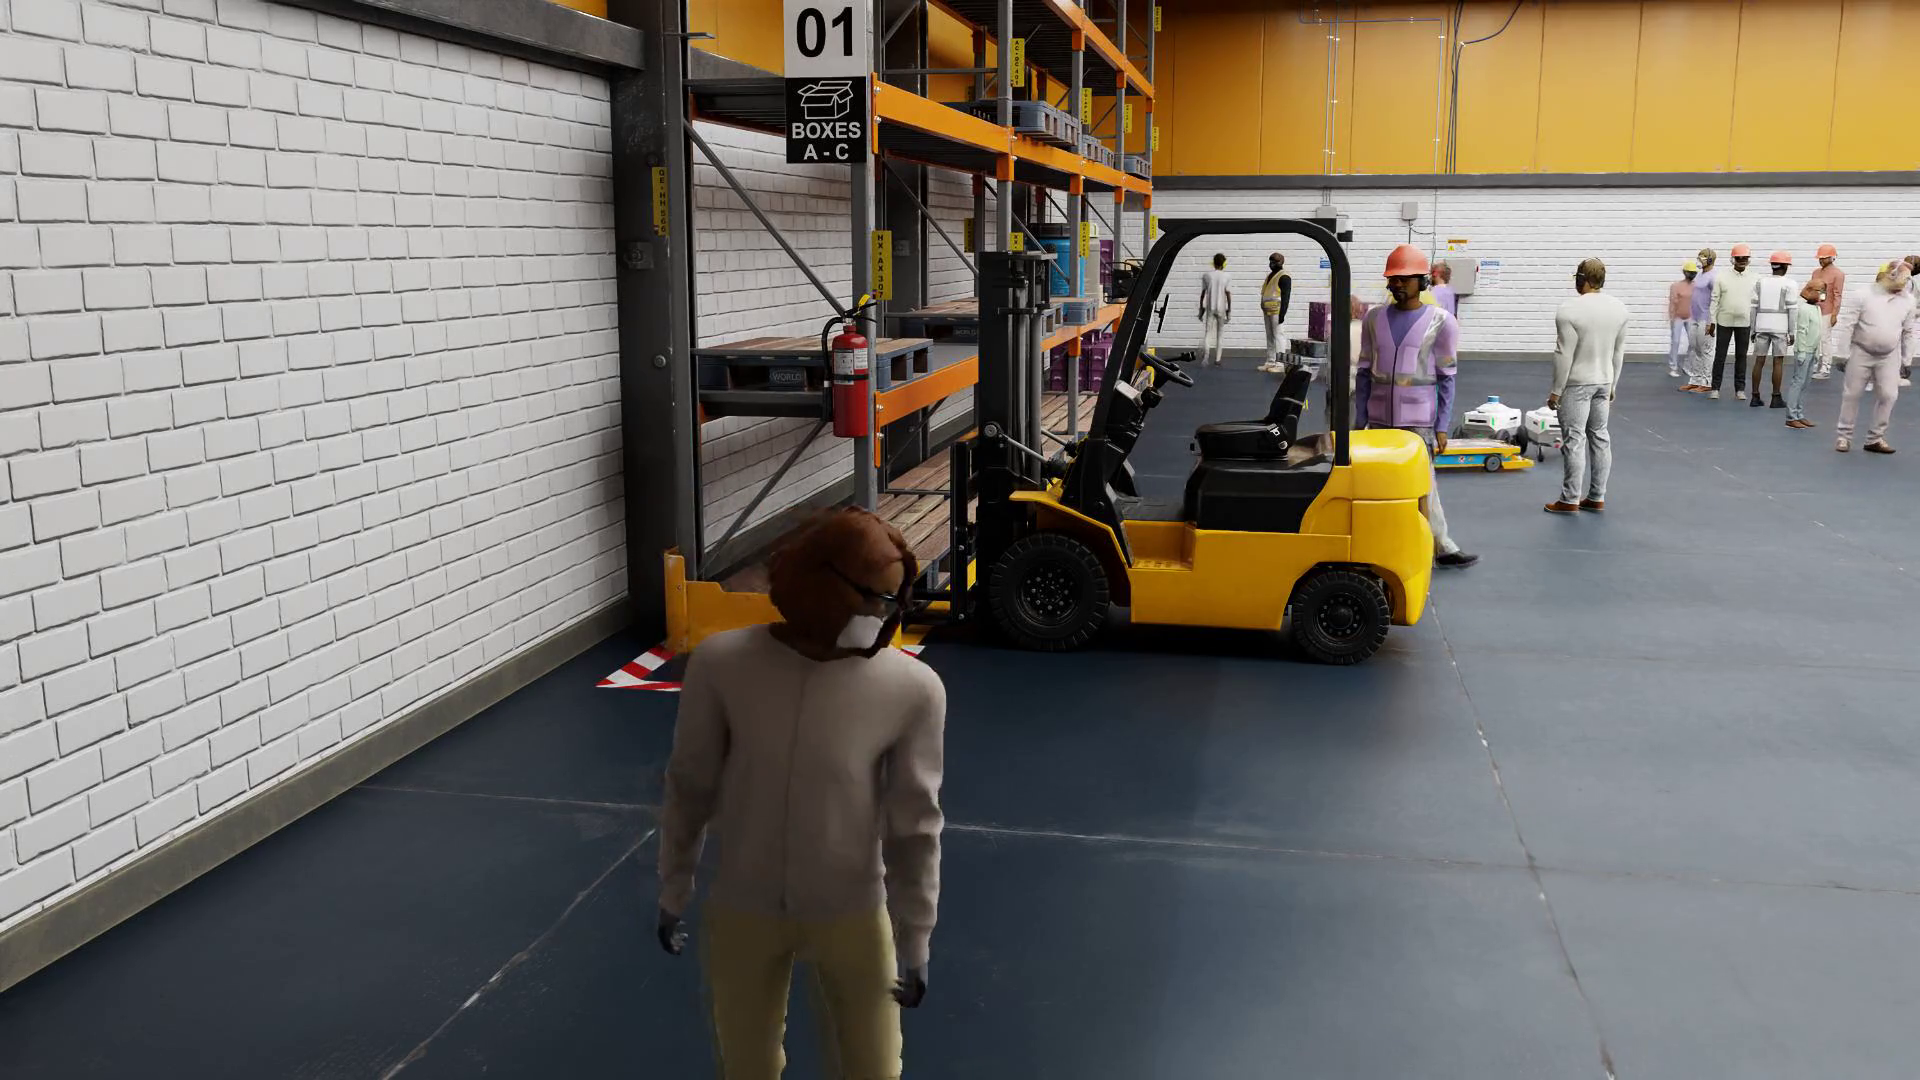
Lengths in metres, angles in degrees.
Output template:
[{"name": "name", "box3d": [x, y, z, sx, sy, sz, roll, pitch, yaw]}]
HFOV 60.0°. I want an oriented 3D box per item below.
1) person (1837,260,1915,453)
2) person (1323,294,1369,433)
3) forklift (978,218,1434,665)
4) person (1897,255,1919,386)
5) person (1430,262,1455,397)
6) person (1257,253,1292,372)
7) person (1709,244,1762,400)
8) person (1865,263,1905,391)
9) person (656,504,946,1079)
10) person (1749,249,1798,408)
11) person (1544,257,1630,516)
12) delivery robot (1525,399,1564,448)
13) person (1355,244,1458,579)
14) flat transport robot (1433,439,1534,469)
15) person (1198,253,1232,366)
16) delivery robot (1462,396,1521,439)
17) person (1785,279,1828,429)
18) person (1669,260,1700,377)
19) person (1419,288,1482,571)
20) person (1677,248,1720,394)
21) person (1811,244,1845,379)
[{"name": "person", "box3d": [8.839, -1.766, 16.100, 0.696, 1.874, 0.484, 2, 10, 8]}, {"name": "person", "box3d": [3.360, -1.303, 14.246, 0.523, 1.615, 0.631, -5, 11, -24]}, {"name": "forklift", "box3d": [1.285, -0.567, 8.635, 2.313, 2.155, 1.214, 2, 11, 11]}, {"name": "person", "box3d": [13.315, -3.088, 23.450, 0.428, 1.836, 0.626, 6, 12, 28]}, {"name": "person", "box3d": [5.306, -2.182, 18.568, 0.428, 1.802, 0.678, 8, 13, 39]}, {"name": "person", "box3d": [4.873, -3.523, 25.800, 0.429, 1.846, 0.633, -3, 11, -16]}, {"name": "person", "box3d": [9.983, -2.796, 21.430, 0.621, 1.995, 0.395, 3, 11, 18]}, {"name": "person", "box3d": [12.565, -2.897, 22.668, 0.485, 1.736, 0.309, 3, 11, 18]}, {"name": "person", "box3d": [-0.334, 0.725, 3.162, 0.609, 1.612, 0.308, 0, 10, 3]}, {"name": "person", "box3d": [9.993, -2.588, 20.424, 0.377, 1.932, 0.552, -8, 13, -39]}, {"name": "person", "box3d": [4.695, -1.146, 12.512, 0.629, 1.940, 0.373, -4, 11, -22]}, {"name": "delivery robot", "box3d": [5.583, -1.086, 15.718, 0.477, 0.478, 0.707, 1, 10, 7]}, {"name": "person", "box3d": [2.630, -0.727, 9.923, 0.605, 2.045, 0.377, 7, 13, 35]}, {"name": "flat transport robot", "box3d": [4.370, -0.772, 15.032, 1.431, 0.197, 0.652, -2, 11, -11]}, {"name": "person", "box3d": [4.084, -3.686, 26.708, 0.540, 1.843, 0.734, 3, 11, 18]}, {"name": "delivery robot", "box3d": [5.134, -1.147, 16.052, 0.477, 0.478, 0.707, 8, 13, 39]}, {"name": "person", "box3d": [9.301, -2.040, 18.250, 0.275, 1.631, 0.507, 9, 14, 42]}, {"name": "person", "box3d": [10.797, -3.284, 24.752, 0.539, 1.746, 0.530, 0, 10, 2]}, {"name": "person", "box3d": [2.813, -0.679, 10.381, 0.865, 1.785, 0.605, 6, 12, 28]}, {"name": "person", "box3d": [9.955, -2.930, 22.289, 0.372, 1.940, 0.630, 0, 10, -2]}, {"name": "person", "box3d": [12.741, -3.368, 24.564, 0.397, 1.987, 0.615, -2, 11, -12]}]
